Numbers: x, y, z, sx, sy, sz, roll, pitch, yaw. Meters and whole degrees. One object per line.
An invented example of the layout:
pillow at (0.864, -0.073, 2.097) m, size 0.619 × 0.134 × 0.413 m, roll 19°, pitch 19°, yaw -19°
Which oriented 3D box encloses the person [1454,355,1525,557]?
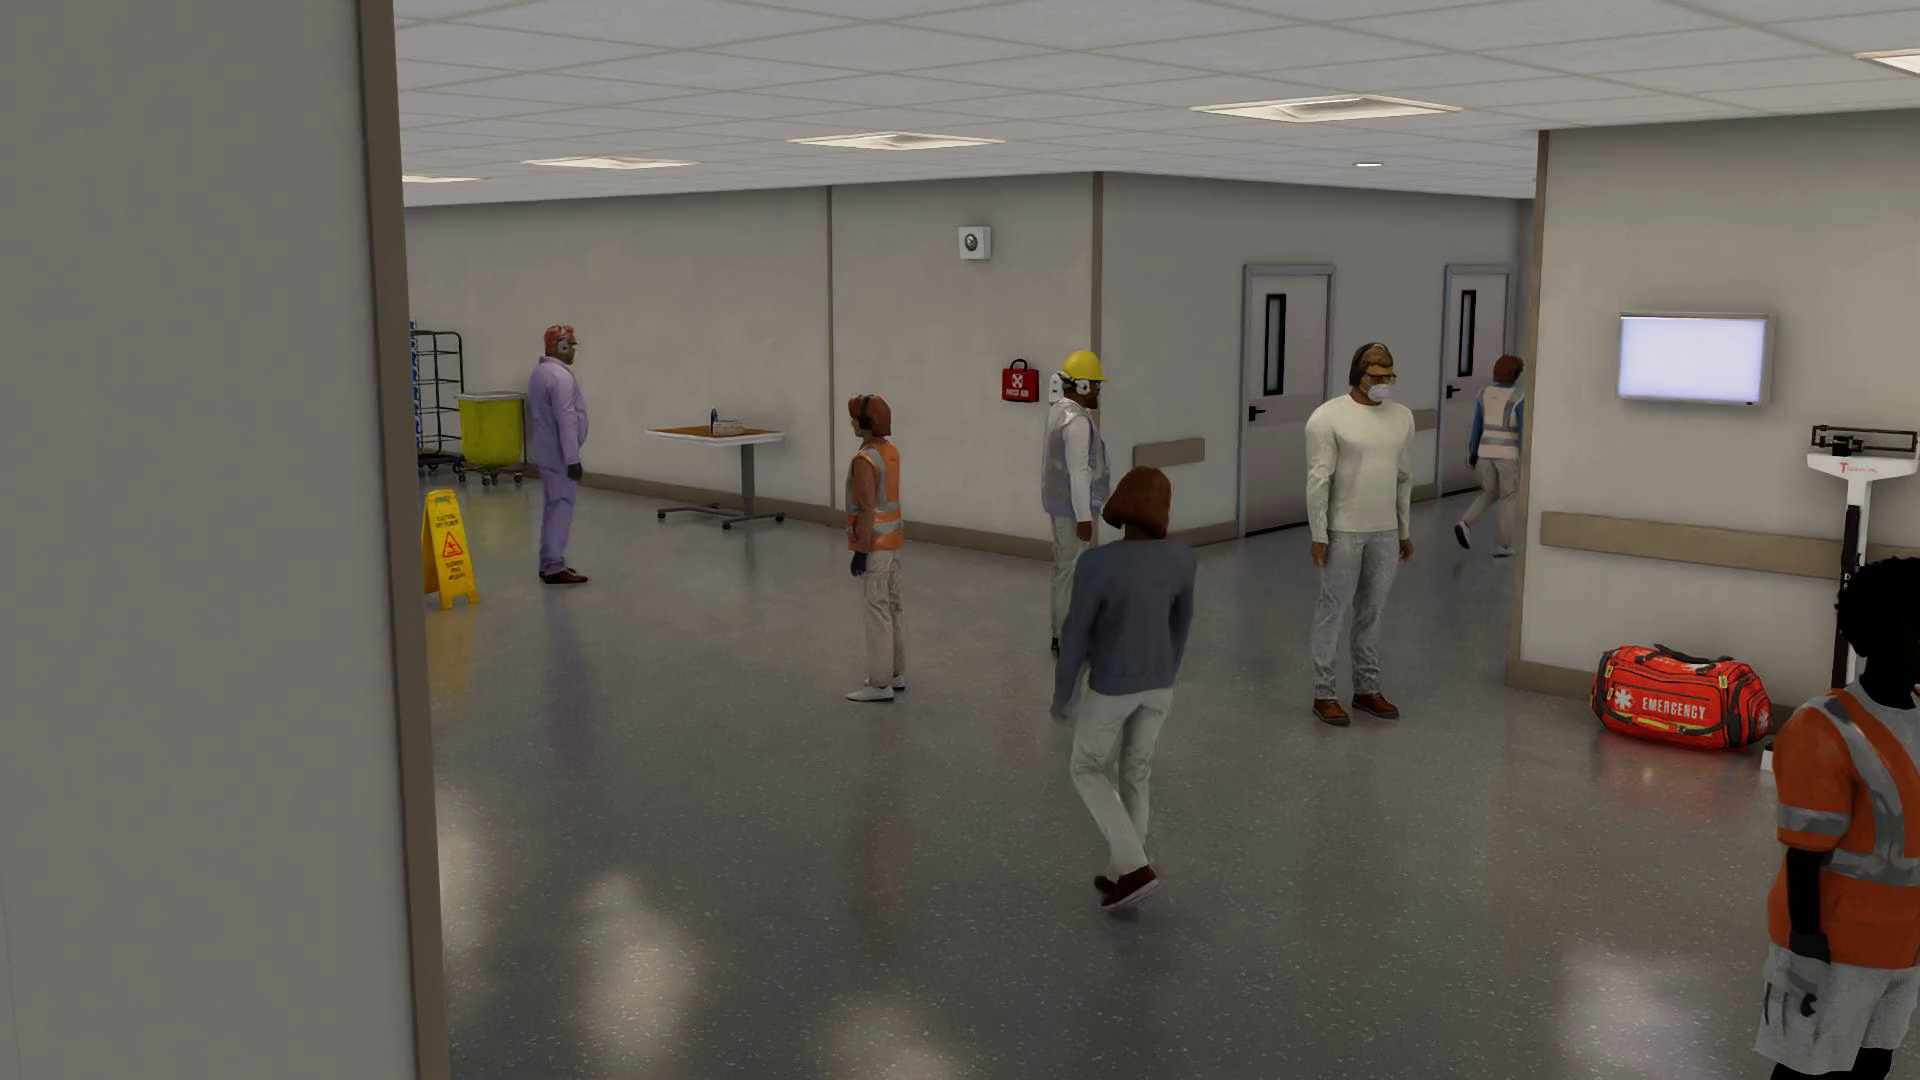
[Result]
person at (4.261, -0.661, 13.248) m, size 0.455 × 1.622 × 0.541 m, roll -5°, pitch 11°, yaw -30°

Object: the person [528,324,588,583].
person at (-2.932, -0.631, 12.236) m, size 0.397 × 1.895 × 0.662 m, roll -5°, pitch 10°, yaw -27°

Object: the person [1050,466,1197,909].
person at (0.603, 0.542, 5.925) m, size 0.539 × 1.609 × 0.436 m, roll -5°, pitch 10°, yaw -26°

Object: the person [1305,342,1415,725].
person at (2.039, -0.035, 8.456) m, size 0.628 × 1.935 × 0.373 m, roll -4°, pitch 10°, yaw -23°

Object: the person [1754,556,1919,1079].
person at (1.963, 0.870, 3.628) m, size 0.529 × 1.697 × 0.321 m, roll -5°, pitch 11°, yaw -30°

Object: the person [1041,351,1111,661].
person at (0.682, -0.200, 9.819) m, size 0.403 × 1.824 × 0.591 m, roll -1°, pitch 9°, yaw -7°

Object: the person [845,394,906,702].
person at (-0.453, 0.043, 8.876) m, size 0.311 × 1.638 × 0.521 m, roll 3°, pitch 10°, yaw 16°
